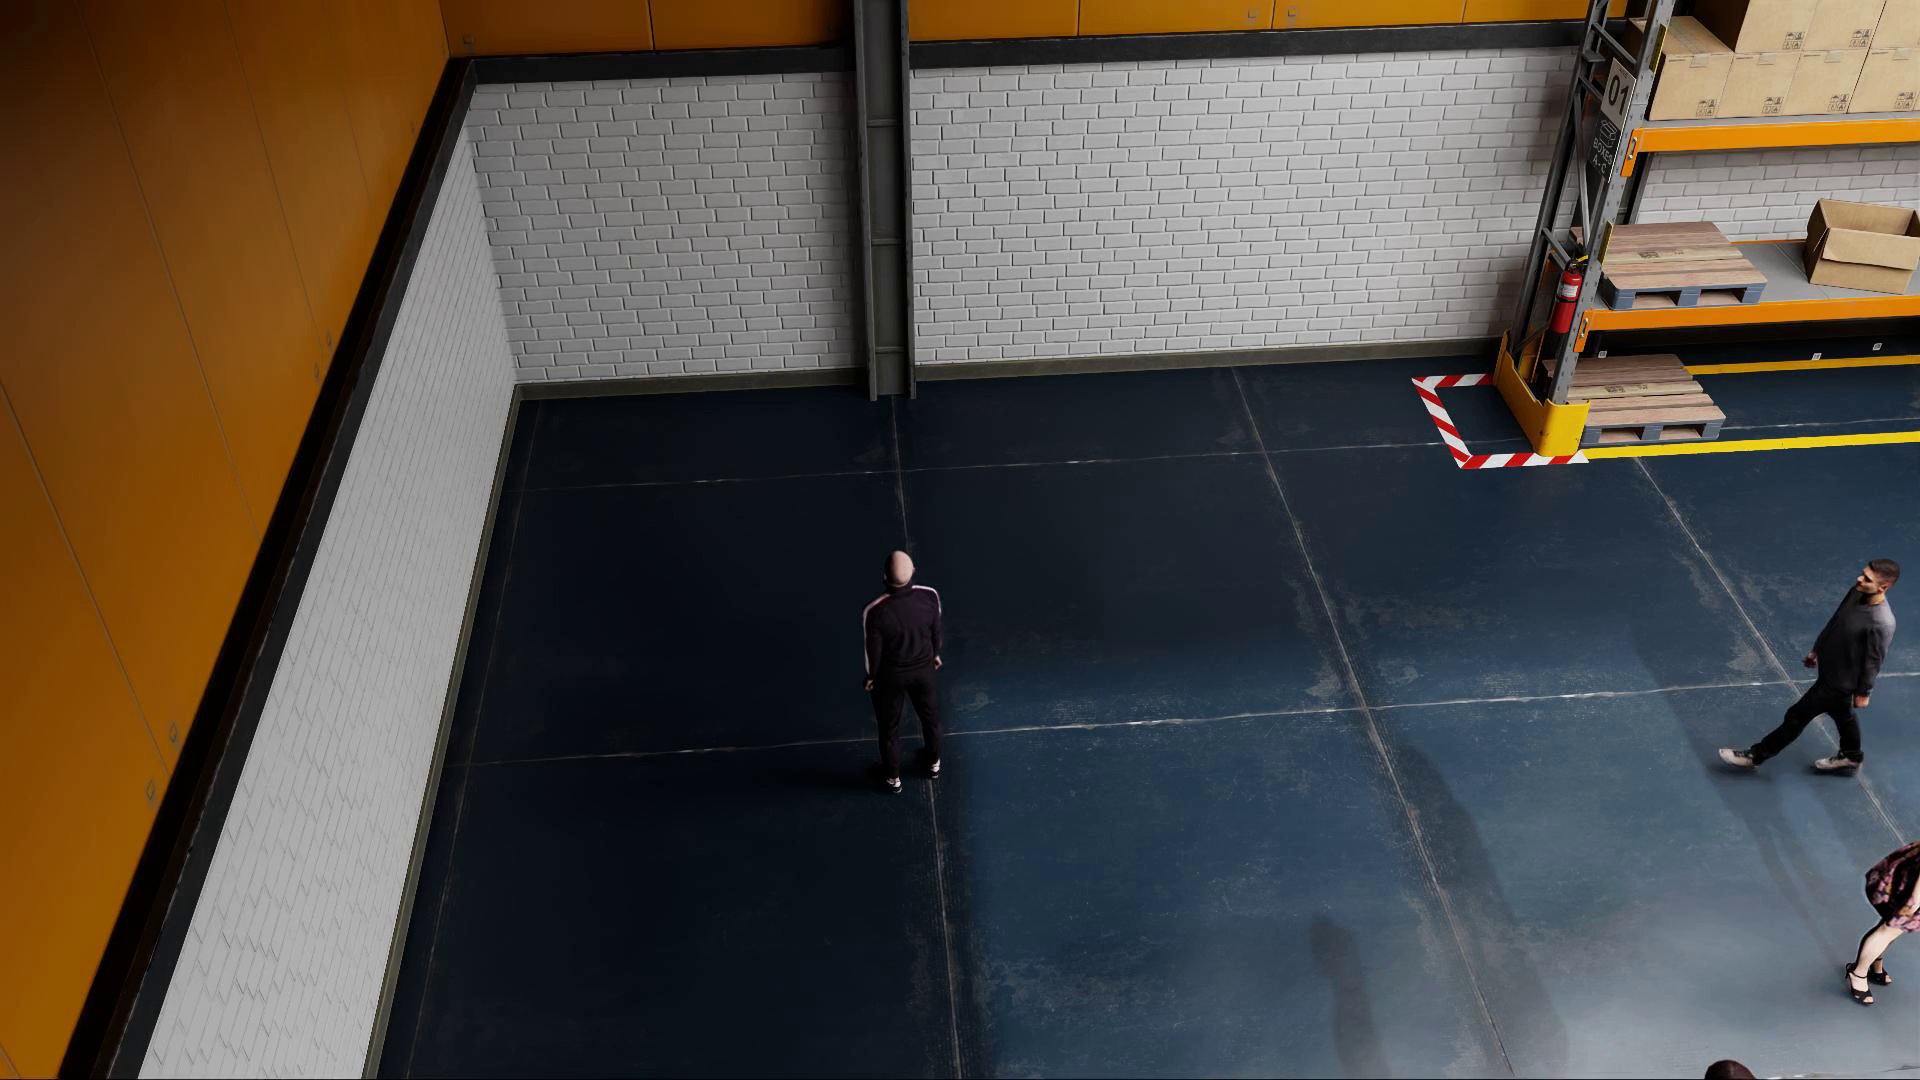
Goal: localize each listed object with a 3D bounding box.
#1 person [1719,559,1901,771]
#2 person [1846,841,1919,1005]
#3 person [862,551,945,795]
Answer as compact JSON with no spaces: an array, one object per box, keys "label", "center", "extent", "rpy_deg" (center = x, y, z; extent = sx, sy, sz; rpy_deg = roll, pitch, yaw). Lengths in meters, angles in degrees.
[{"label":"person","center":[5.525,0.834,10.304],"extent":[1.189,1.714,0.776],"rpy_deg":[3,39,4]},{"label":"person","center":[5.221,1.851,8.983],"extent":[0.777,1.773,0.857],"rpy_deg":[-25,45,-28]},{"label":"person","center":[-0.340,0.818,10.226],"extent":[0.638,1.836,0.806],"rpy_deg":[-15,41,-18]}]
